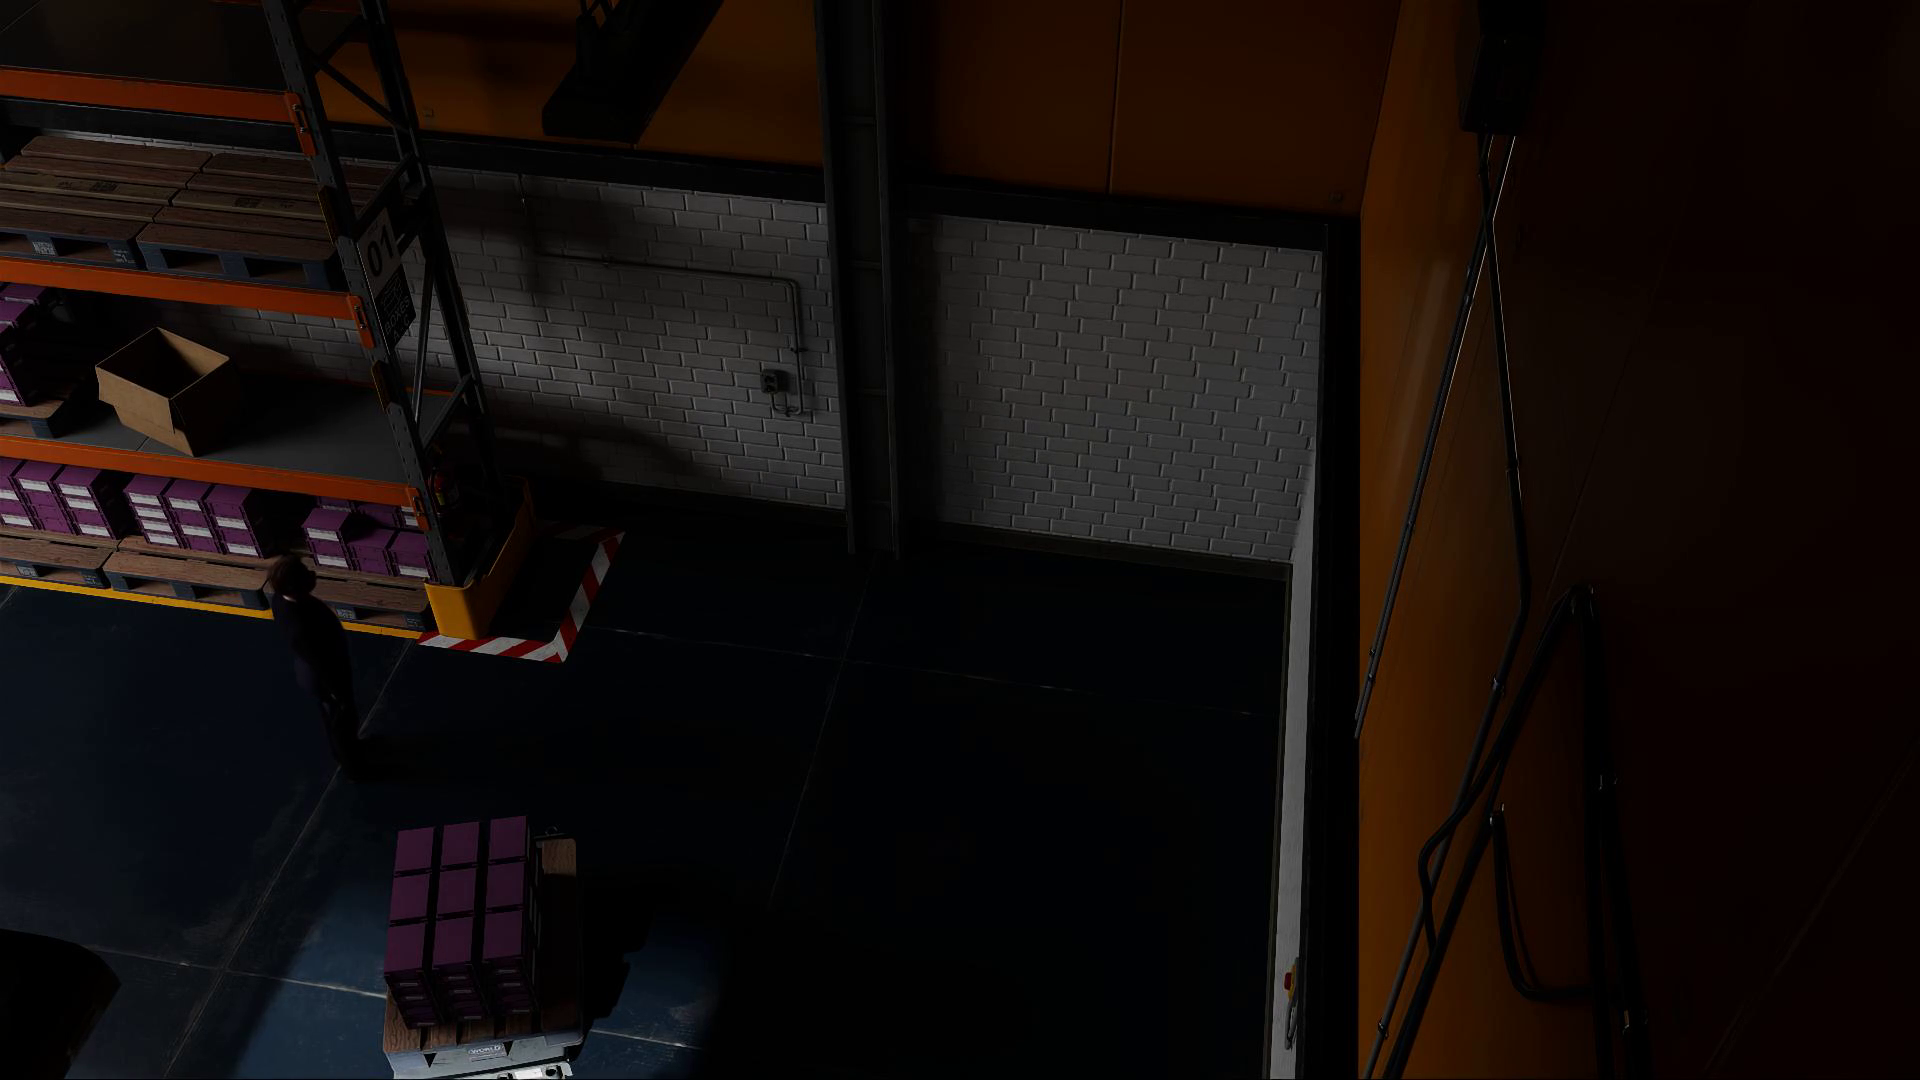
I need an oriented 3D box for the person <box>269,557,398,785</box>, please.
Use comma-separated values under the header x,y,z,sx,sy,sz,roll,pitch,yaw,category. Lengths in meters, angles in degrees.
x,y,z,sx,sy,sz,roll,pitch,yaw,category
-3.889,0.781,10.146,0.831,1.815,0.771,-26,49,-24,person
